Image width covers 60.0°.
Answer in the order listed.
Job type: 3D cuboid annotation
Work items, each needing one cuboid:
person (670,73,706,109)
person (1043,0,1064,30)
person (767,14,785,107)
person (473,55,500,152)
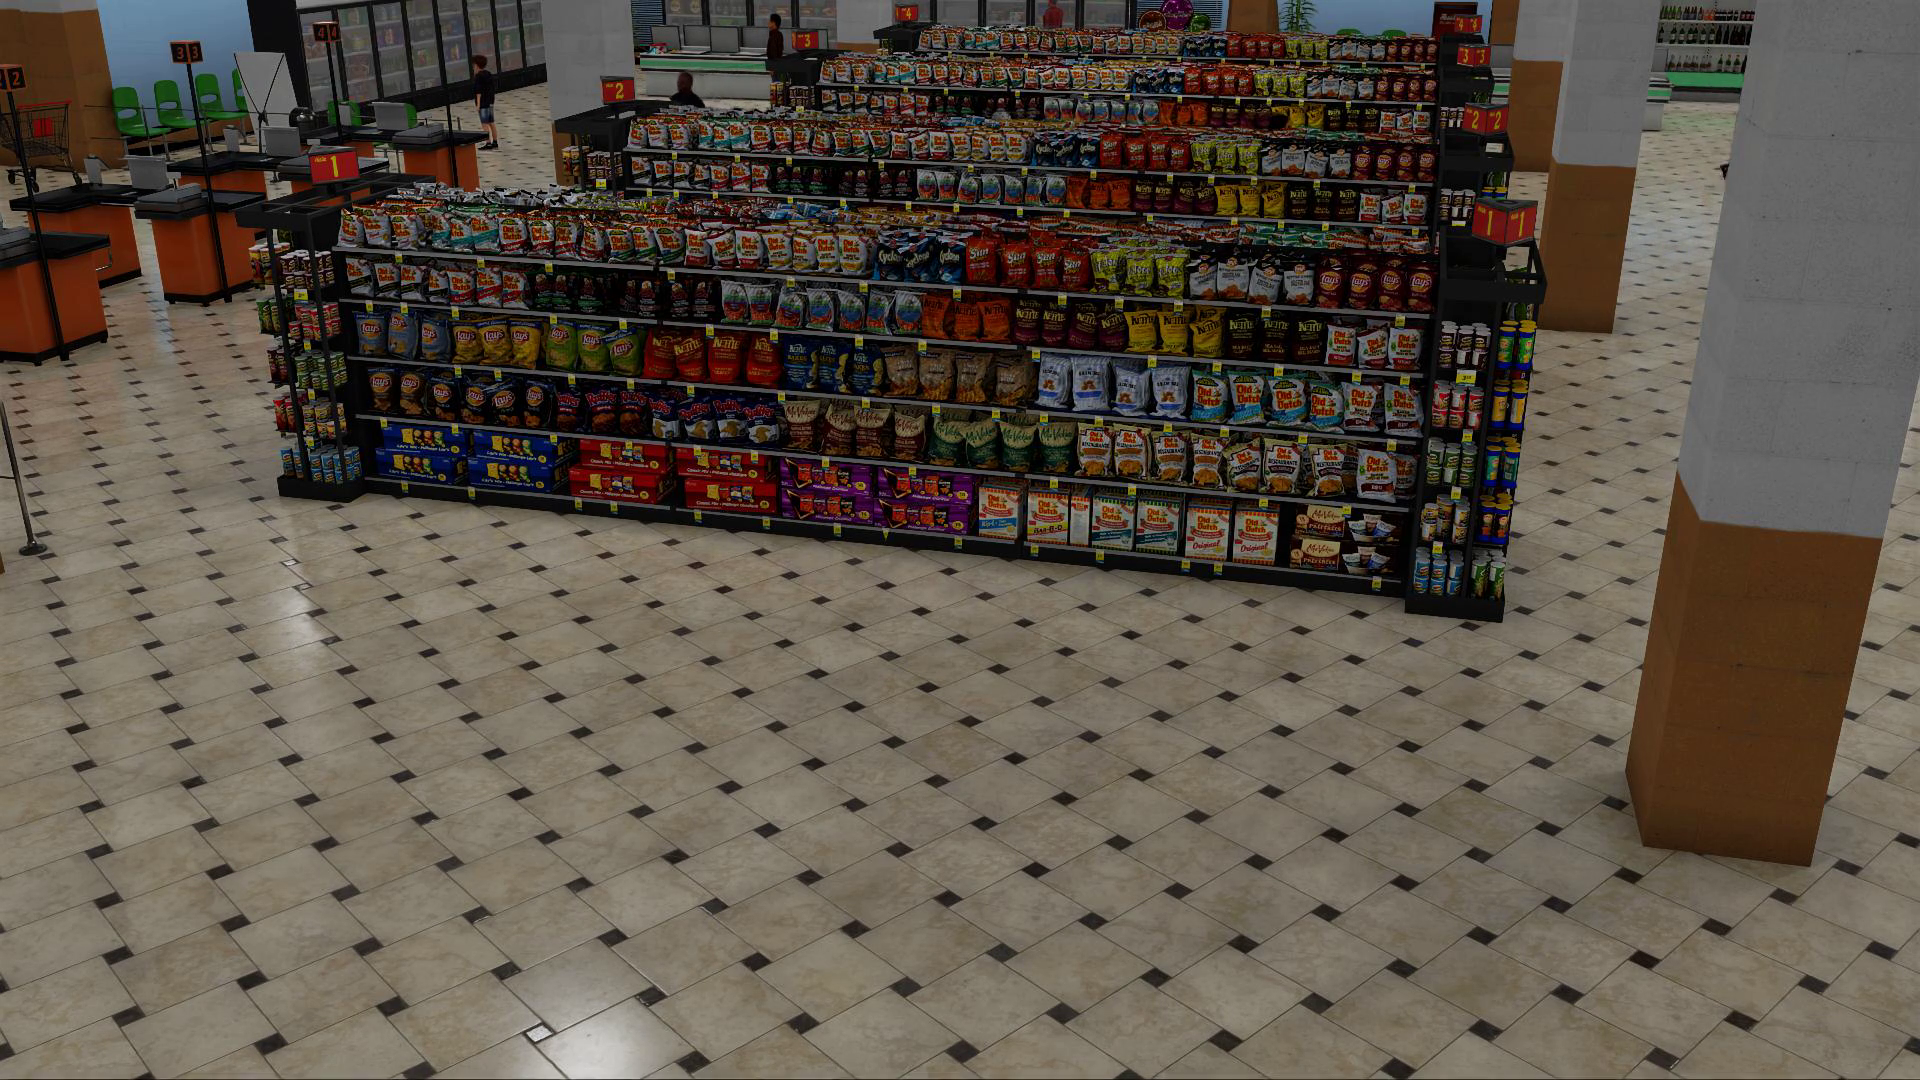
[{"bbox_3d":[-3.318,-4.805,20.412,1.117,1.800,1.079,19,29,39],"label":"person"},{"bbox_3d":[1.854,-10.001,33.303,0.729,1.831,0.760,19,28,39],"label":"person"},{"bbox_3d":[-3.191,-8.269,29.057,0.571,1.782,0.675,2,22,6],"label":"person"},{"bbox_3d":[-7.377,-6.789,25.824,0.536,1.446,0.552,8,23,20],"label":"person"}]
